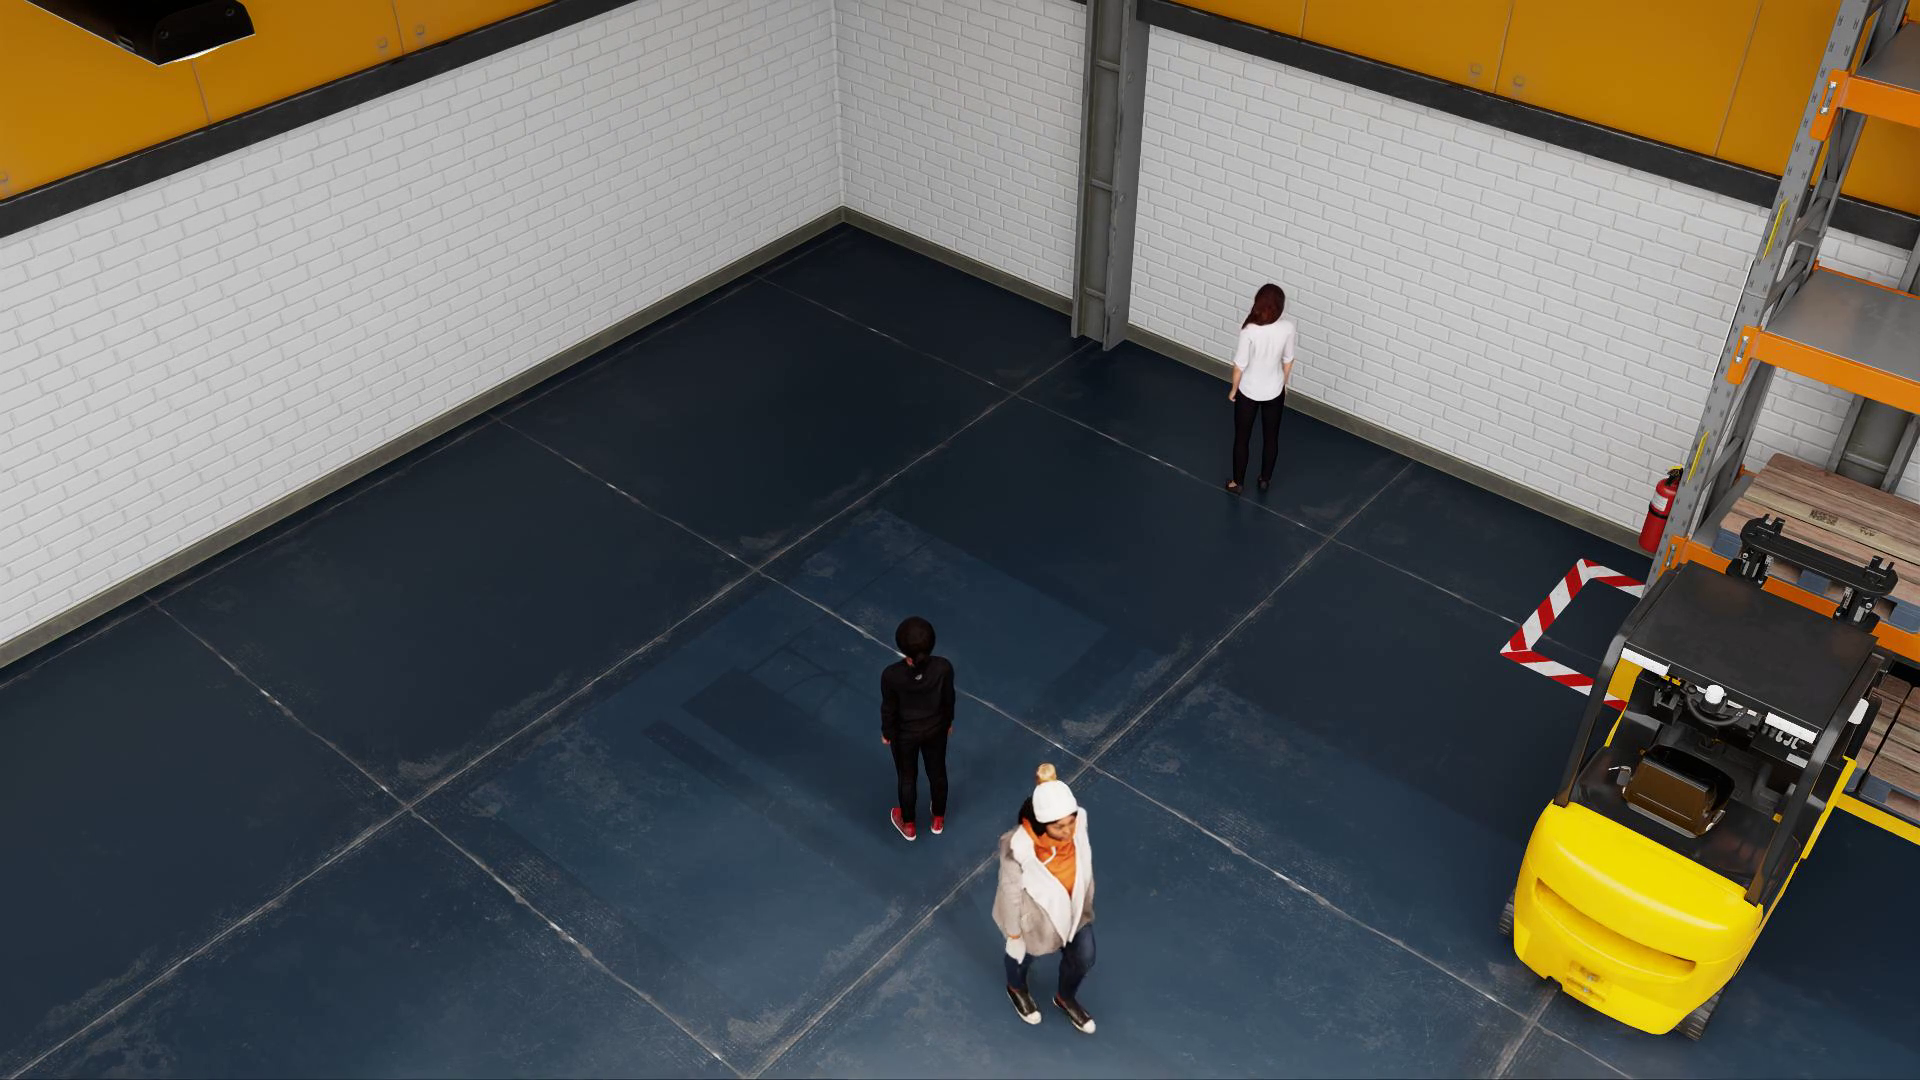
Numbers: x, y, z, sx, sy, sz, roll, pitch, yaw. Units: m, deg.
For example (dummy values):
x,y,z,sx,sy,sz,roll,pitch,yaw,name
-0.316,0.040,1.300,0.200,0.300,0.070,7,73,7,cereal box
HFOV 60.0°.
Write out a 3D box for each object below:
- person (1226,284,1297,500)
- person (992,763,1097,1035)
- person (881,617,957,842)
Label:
x,y,z,sx,sy,sz,roll,pitch,yaw,name
2.210,-1.076,12.232,0.680,1.795,0.725,-5,39,-7,person
0.385,1.793,8.574,0.832,1.875,0.865,-22,44,-26,person
-0.236,1.089,9.616,0.687,1.675,0.719,-9,40,-11,person
